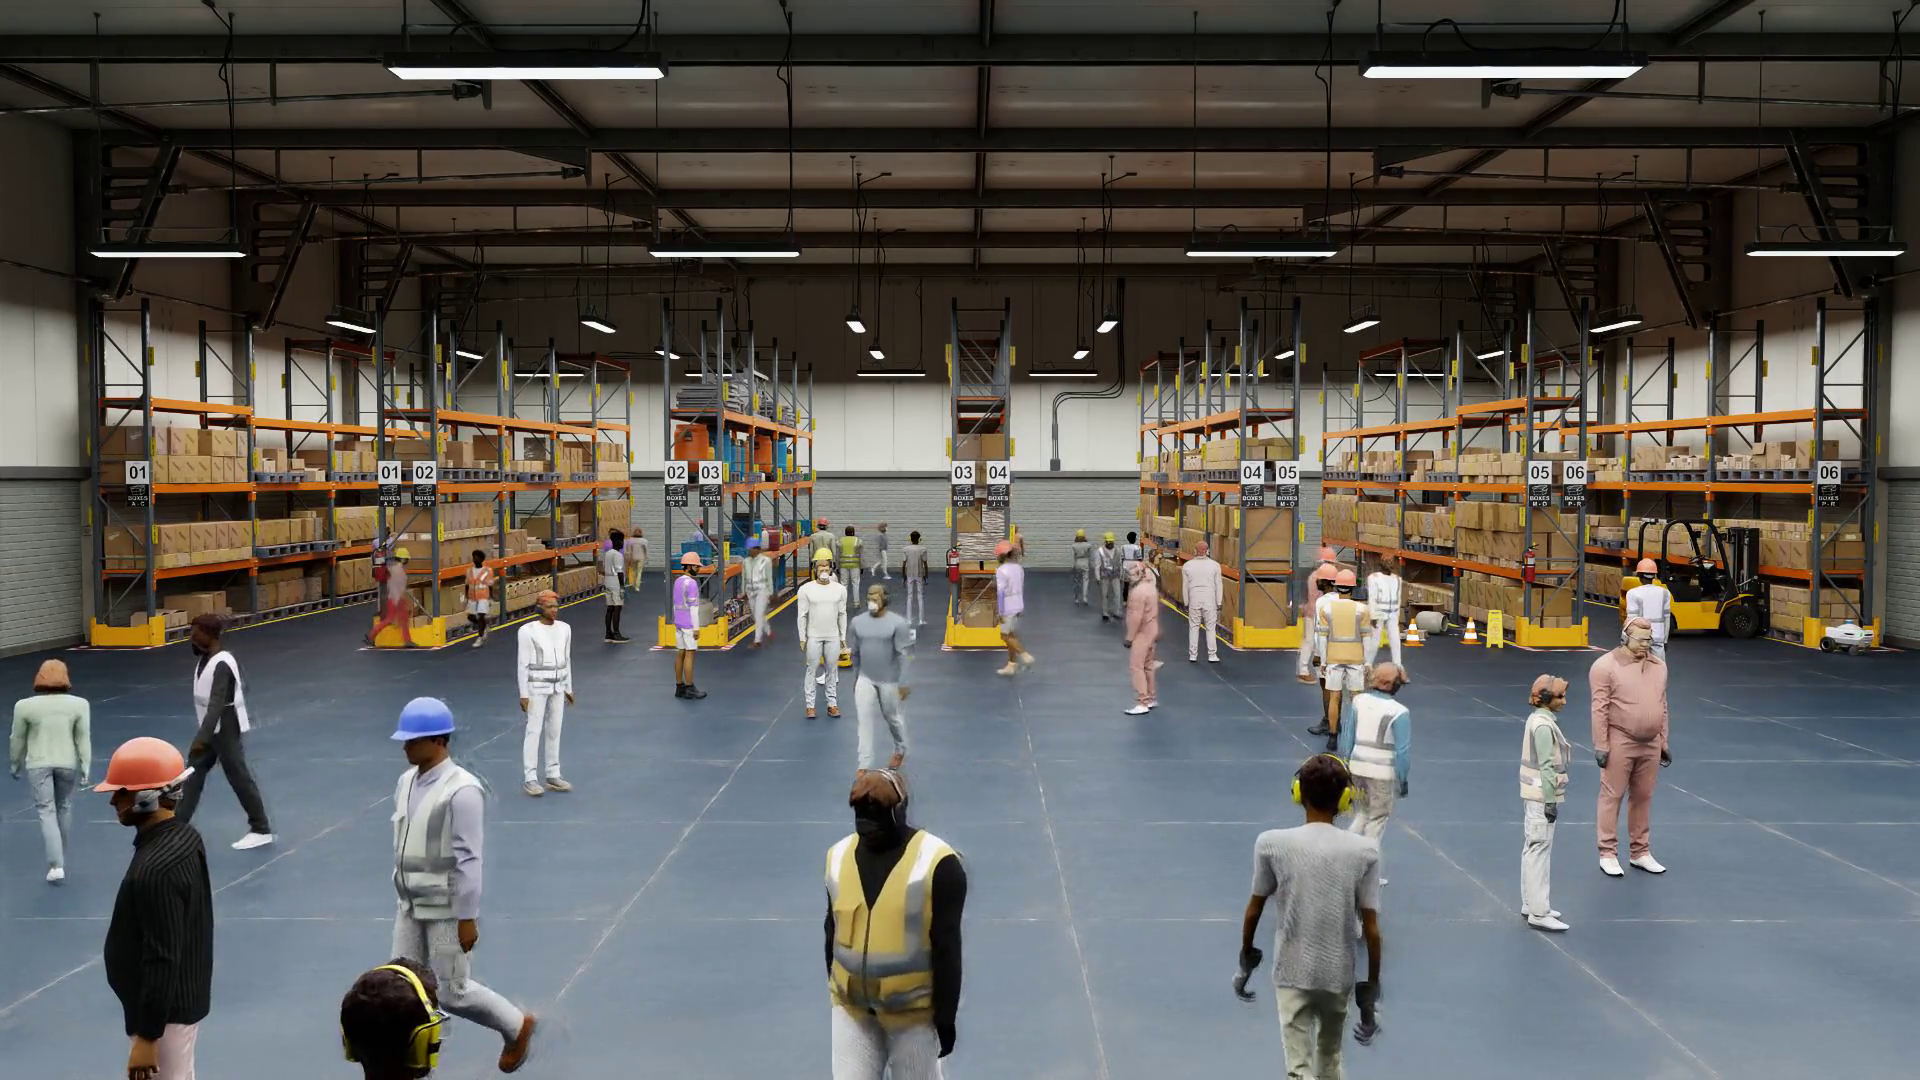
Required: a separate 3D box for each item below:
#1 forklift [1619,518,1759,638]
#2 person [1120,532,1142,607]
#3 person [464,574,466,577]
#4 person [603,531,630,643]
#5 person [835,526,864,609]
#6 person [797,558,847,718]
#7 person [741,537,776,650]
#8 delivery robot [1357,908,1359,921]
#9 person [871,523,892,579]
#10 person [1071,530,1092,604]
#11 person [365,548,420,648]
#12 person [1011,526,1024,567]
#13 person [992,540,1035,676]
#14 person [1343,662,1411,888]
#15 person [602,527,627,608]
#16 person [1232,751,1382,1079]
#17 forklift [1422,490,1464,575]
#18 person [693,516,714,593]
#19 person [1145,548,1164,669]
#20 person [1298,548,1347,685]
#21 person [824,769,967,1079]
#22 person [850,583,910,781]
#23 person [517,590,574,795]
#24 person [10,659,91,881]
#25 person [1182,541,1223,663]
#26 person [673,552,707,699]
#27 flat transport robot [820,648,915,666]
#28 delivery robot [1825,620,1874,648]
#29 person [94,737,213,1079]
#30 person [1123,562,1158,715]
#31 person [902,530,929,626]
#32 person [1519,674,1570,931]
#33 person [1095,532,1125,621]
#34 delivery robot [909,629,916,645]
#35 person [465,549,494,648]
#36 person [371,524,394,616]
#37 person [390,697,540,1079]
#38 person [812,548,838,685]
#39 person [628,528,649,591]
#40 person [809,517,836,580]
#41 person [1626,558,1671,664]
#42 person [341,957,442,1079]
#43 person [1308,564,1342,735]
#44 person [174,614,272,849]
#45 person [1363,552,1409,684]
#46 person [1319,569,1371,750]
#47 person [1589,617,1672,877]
[{"bbox_3d":[13.417,0.684,29.791,2.313,2.155,1.214,0,2,0],"label":"forklift"},{"bbox_3d":[3.831,0.657,36.065,0.540,1.699,0.317,1,3,30],"label":"person"},{"bbox_3d":[-10.972,0.502,36.309,0.641,1.991,0.842,1,3,26],"label":"person"},{"bbox_3d":[-6.083,0.825,28.530,0.362,1.963,0.614,-2,3,-38],"label":"person"},{"bbox_3d":[-2.431,0.604,35.693,0.632,1.840,0.429,0,2,4],"label":"person"},{"bbox_3d":[-1.671,1.191,19.688,0.630,1.940,0.372,-1,2,-21],"label":"person"},{"bbox_3d":[-3.419,0.892,27.601,0.618,1.912,0.815,1,3,28],"label":"person"},{"bbox_3d":[2.344,2.219,10.332,0.477,0.478,0.707,0,2,7],"label":"delivery robot"},{"bbox_3d":[-2.241,0.309,45.930,0.614,1.614,0.505,1,2,16],"label":"person"},{"bbox_3d":[2.797,0.618,37.164,0.495,1.691,0.925,0,2,2],"label":"person"},{"bbox_3d":[-9.667,0.986,27.501,0.783,1.728,0.560,0,2,-5],"label":"person"},{"bbox_3d":[1.497,0.388,44.074,0.597,1.592,0.841,-1,2,-20],"label":"person"},{"bbox_3d":[0.784,0.999,23.588,0.684,2.015,0.661,2,3,34],"label":"person"},{"bbox_3d":[2.959,1.669,11.475,0.406,1.617,0.547,-1,3,-32],"label":"person"},{"bbox_3d":[-7.658,0.606,35.886,0.572,1.823,0.599,0,2,8],"label":"person"},{"bbox_3d":[1.392,1.771,6.517,0.542,1.830,0.842,0,2,2],"label":"person"},{"bbox_3d":[13.926,-0.371,47.846,1.873,2.768,1.129,0,2,0],"label":"forklift"},{"bbox_3d":[-6.448,0.360,40.669,0.556,1.926,0.412,0,2,-1],"label":"person"},{"bbox_3d":[2.955,1.040,24.719,0.345,1.840,0.504,1,2,17],"label":"person"},{"bbox_3d":[5.125,1.076,22.568,0.628,1.932,1.046,-2,3,-39],"label":"person"},{"bbox_3d":[-0.243,1.783,6.319,0.622,1.814,0.729,1,2,23],"label":"person"},{"bbox_3d":[-0.767,1.363,15.880,0.642,1.903,0.990,1,2,19],"label":"person"},{"bbox_3d":[-3.849,1.403,15.017,0.337,1.882,0.584,2,3,39],"label":"person"},{"bbox_3d":[-6.681,1.675,11.881,0.502,1.589,0.844,-2,3,-42],"label":"person"},{"bbox_3d":[3.831,0.974,25.465,0.643,1.913,0.411,1,2,18],"label":"person"},{"bbox_3d":[-3.595,1.125,21.429,0.376,1.933,0.544,-2,3,-35],"label":"person"},{"bbox_3d":[-1.476,1.807,25.374,1.431,0.197,0.652,-2,3,-37],"label":"flat transport robot"},{"bbox_3d":[14.710,1.568,26.701,0.477,0.478,0.707,-1,2,-23],"label":"delivery robot"},{"bbox_3d":[-2.936,1.710,5.907,0.386,1.992,0.622,-1,2,-18],"label":"person"},{"bbox_3d":[2.284,1.209,20.217,0.392,1.877,0.887,1,2,19],"label":"person"},{"bbox_3d":[-0.882,0.749,31.728,0.533,1.864,0.311,0,2,3],"label":"person"},{"bbox_3d":[3.826,1.700,10.583,0.310,1.640,0.514,1,2,13],"label":"person"},{"bbox_3d":[3.033,0.749,32.422,0.628,1.799,0.795,-1,2,-17],"label":"person"},{"bbox_3d":[-1.009,1.582,26.350,0.477,0.478,0.707,1,2,28],"label":"delivery robot"},{"bbox_3d":[-8.241,0.991,27.745,0.548,1.682,0.517,1,2,13],"label":"person"},{"bbox_3d":[-11.993,0.633,33.726,0.637,1.937,0.357,0,2,6],"label":"person"},{"bbox_3d":[-2.391,1.680,7.574,0.613,1.926,0.750,2,3,40],"label":"person"},{"bbox_3d":[-1.893,1.072,22.808,0.387,1.927,0.589,0,2,-11],"label":"person"},{"bbox_3d":[-8.191,0.501,41.194,0.518,1.591,0.812,0,2,-1],"label":"person"},{"bbox_3d":[-3.121,0.482,36.855,0.623,1.989,0.400,0,2,8],"label":"person"},{"bbox_3d":[8.350,1.192,19.643,0.545,1.939,0.374,0,2,-3],"label":"person"},{"bbox_3d":[-1.255,1.867,3.569,0.528,1.865,0.313,0,2,0],"label":"person"},{"bbox_3d":[4.188,1.239,18.432,0.350,1.942,0.547,2,3,38],"label":"person"},{"bbox_3d":[-5.857,1.511,12.588,0.986,1.864,0.593,-2,3,-44],"label":"person"},{"bbox_3d":[6.069,1.099,23.076,0.579,1.865,0.756,-1,2,-17],"label":"person"},{"bbox_3d":[4.137,1.283,17.356,0.544,1.939,0.354,1,2,16],"label":"person"},{"bbox_3d":[4.990,1.516,11.963,0.638,1.902,0.407,-1,2,-15],"label":"person"}]
